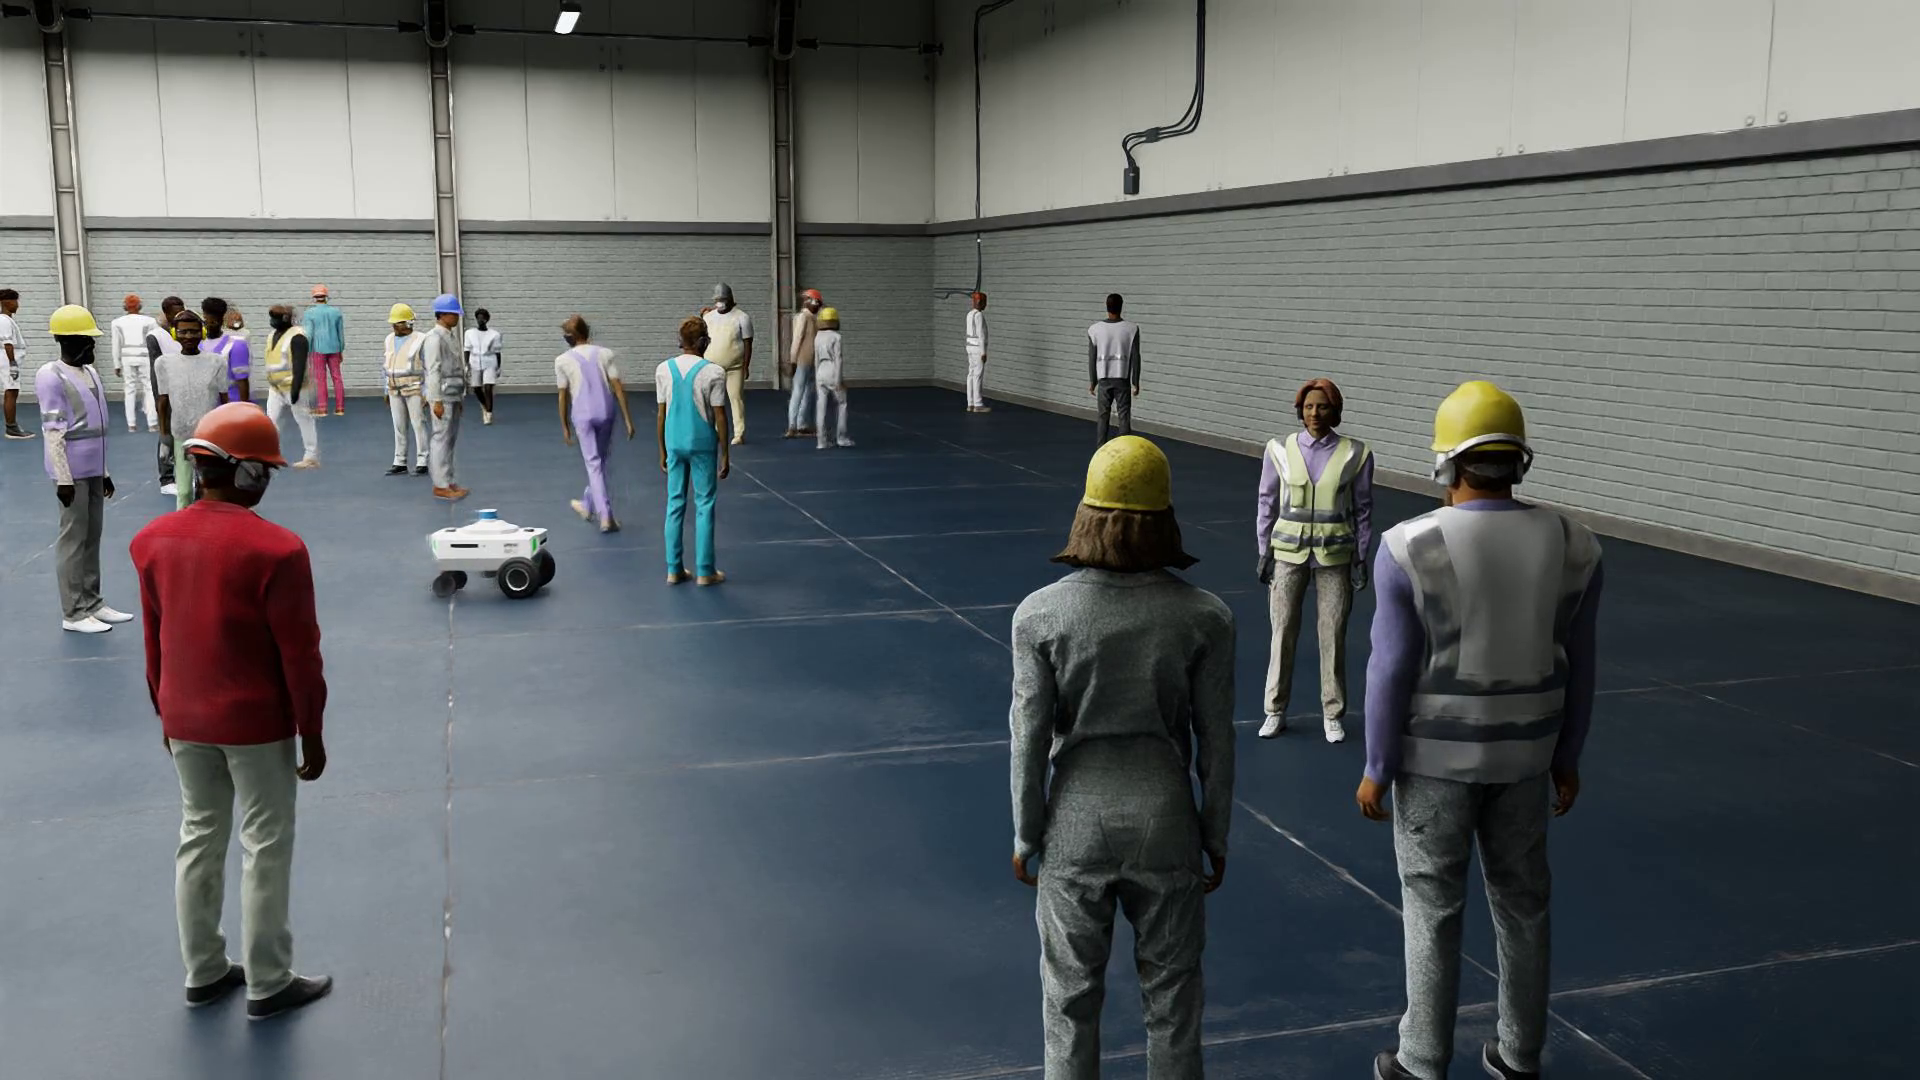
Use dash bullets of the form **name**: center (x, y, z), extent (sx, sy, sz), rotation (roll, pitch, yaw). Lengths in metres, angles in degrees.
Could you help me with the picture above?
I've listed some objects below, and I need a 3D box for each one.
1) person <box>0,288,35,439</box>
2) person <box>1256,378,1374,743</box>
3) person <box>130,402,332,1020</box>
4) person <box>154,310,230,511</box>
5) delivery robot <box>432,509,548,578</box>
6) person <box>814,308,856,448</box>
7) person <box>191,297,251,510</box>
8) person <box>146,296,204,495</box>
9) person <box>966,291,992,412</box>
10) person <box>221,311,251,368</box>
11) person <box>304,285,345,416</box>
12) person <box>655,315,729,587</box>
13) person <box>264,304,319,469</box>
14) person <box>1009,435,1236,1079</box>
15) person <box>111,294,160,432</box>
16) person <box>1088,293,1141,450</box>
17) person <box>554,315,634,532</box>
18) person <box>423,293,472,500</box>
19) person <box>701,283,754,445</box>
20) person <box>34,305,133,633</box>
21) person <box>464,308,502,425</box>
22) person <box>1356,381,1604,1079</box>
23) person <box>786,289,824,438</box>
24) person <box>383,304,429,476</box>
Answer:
- **person**: center (-12.421, -2.309, 21.776), extent (0.367, 1.966, 0.605), rotation (-6, 11, -34)
- **person**: center (1.590, 0.093, 7.487), extent (0.514, 1.642, 0.310), rotation (2, 9, 16)
- **person**: center (-2.023, 0.482, 4.701), extent (0.574, 1.738, 0.355), rotation (3, 9, 17)
- **person**: center (-5.514, -0.726, 12.021), extent (0.510, 1.863, 0.326), rotation (-4, 10, -23)
- **delivery robot**: center (-3.099, 0.041, 10.970), extent (0.707, 0.478, 0.477), rotation (0, 9, 0)
- **person**: center (-1.550, -2.002, 20.551), extent (0.517, 1.719, 0.632), rotation (8, 12, 41)
- **person**: center (-6.612, -1.189, 14.795), extent (0.721, 1.932, 0.456), rotation (4, 10, 24)
- **person**: center (-7.629, -1.405, 16.163), extent (0.371, 1.916, 0.597), rotation (2, 9, 14)
- **person**: center (0.282, -2.954, 26.141), extent (0.355, 1.887, 0.574), rotation (-3, 9, -20)
- **person**: center (-11.318, -2.768, 25.885), extent (0.528, 1.593, 0.851), rotation (-8, 12, -42)
- **person**: center (-9.670, -2.874, 25.303), extent (0.612, 1.991, 0.391), rotation (-9, 12, -44)
- **person**: center (-1.802, -0.594, 11.258), extent (0.517, 1.836, 0.349), rotation (2, 9, 14)
- **person**: center (-7.379, -1.636, 17.982), extent (0.654, 1.802, 0.901), rotation (6, 11, 35)
- **person**: center (0.353, 0.640, 3.666), extent (0.493, 1.743, 0.301), rotation (0, 9, 1)
- **person**: center (-11.216, -2.400, 22.650), extent (0.588, 1.875, 0.366), rotation (-2, 9, -13)
- **person**: center (1.733, -1.803, 18.693), extent (0.593, 1.922, 0.391), rotation (2, 9, 11)
- **person**: center (-3.059, -0.974, 13.866), extent (0.583, 1.771, 0.953), rotation (-5, 10, -27)
- **person**: center (-4.856, -1.356, 15.759), extent (0.409, 1.943, 0.615), rotation (0, 9, 1)
- **person**: center (-2.970, -2.209, 20.900), extent (0.690, 2.000, 0.538), rotation (3, 9, 17)
- **person**: center (-5.197, -0.420, 9.850), extent (0.370, 1.927, 0.588), rotation (-1, 9, -5)
- **person**: center (-6.835, -2.503, 23.913), extent (0.530, 1.677, 0.713), rotation (0, 9, -1)
- **person**: center (1.274, 0.521, 4.152), extent (0.601, 1.827, 0.404), rotation (-1, 9, -9)
- **person**: center (-2.065, -2.310, 21.873), extent (0.441, 1.946, 0.791), rotation (2, 9, 12)
- **person**: center (-5.854, -1.580, 17.583), extent (0.588, 1.822, 0.403), rotation (3, 9, 19)
